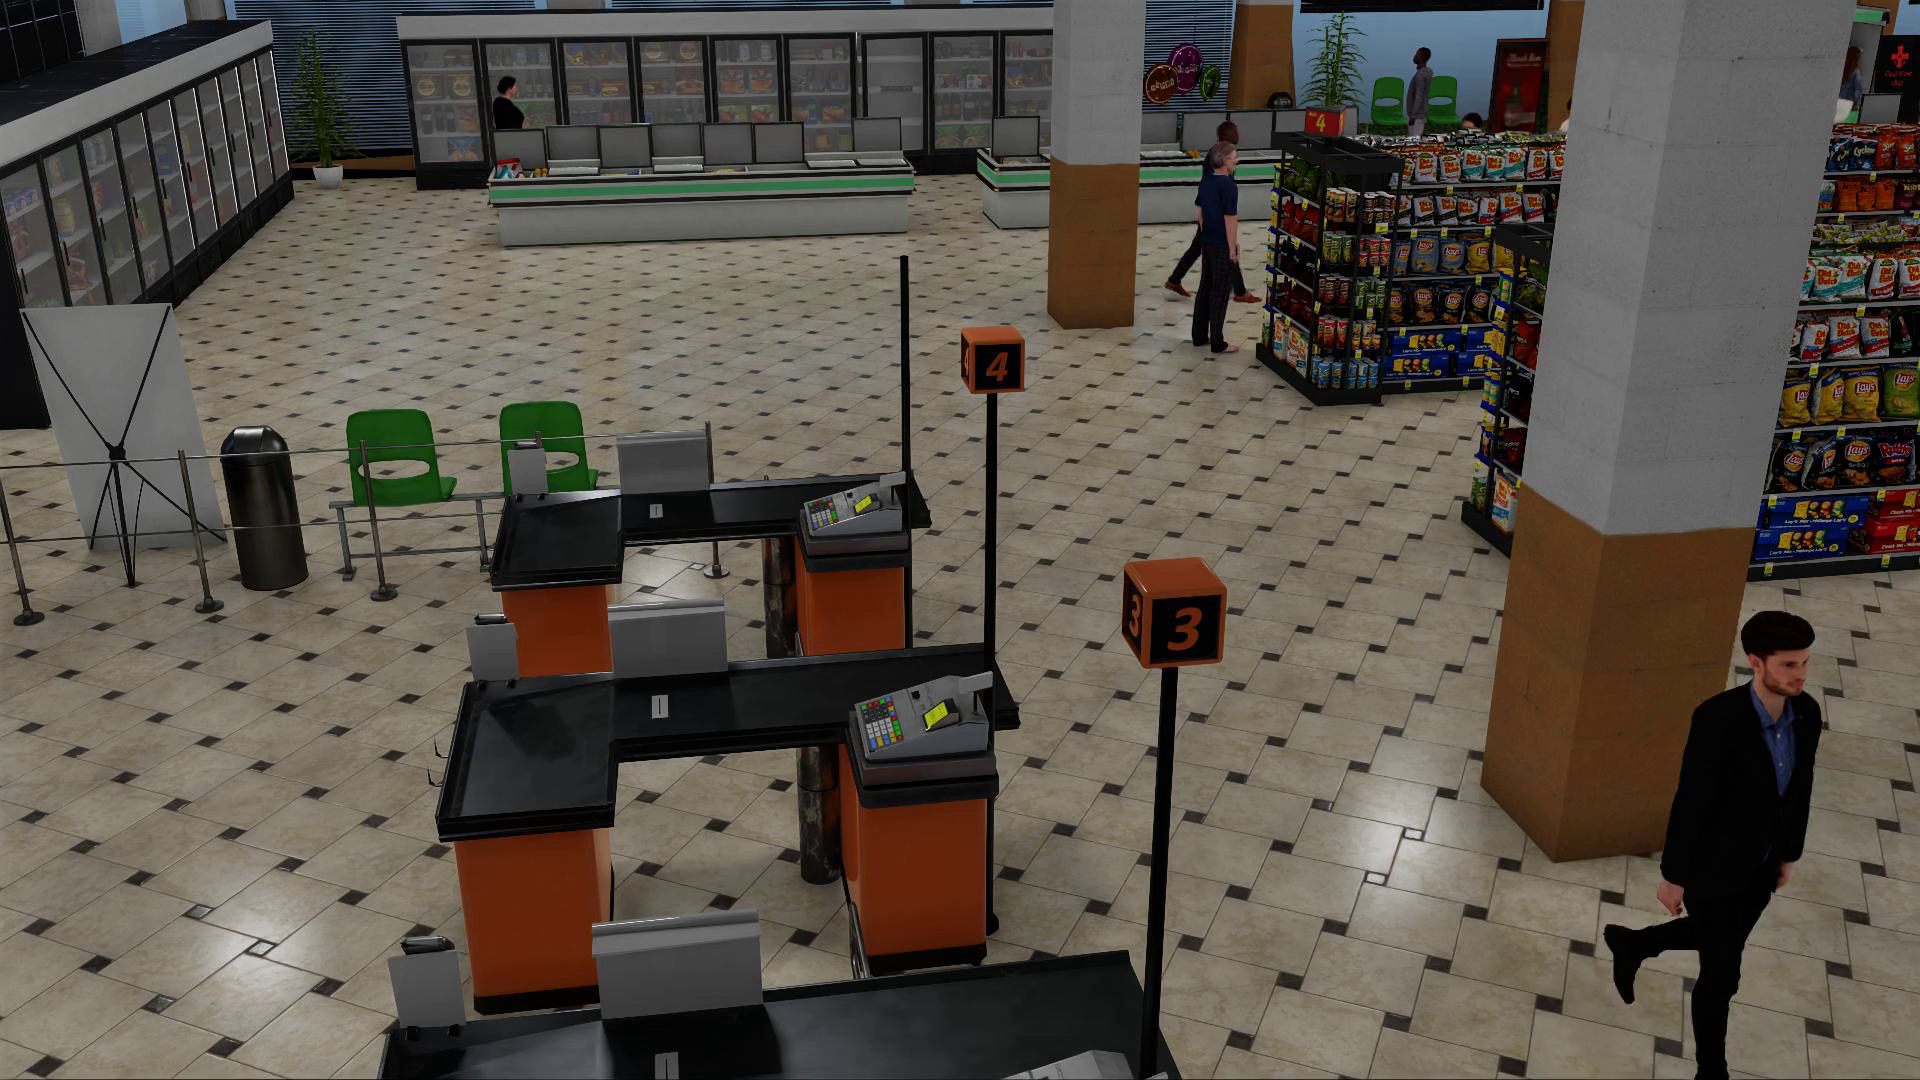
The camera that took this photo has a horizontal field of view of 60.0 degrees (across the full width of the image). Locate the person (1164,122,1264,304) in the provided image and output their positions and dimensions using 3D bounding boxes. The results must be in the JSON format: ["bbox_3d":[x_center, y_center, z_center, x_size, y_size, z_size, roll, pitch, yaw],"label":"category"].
[{"bbox_3d":[2.460,-3.245,16.615,1.325,1.786,0.996,4,22,10],"label":"person"}]

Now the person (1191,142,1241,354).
[{"bbox_3d":[2.324,-2.641,15.000,0.643,1.869,0.714,-10,24,-24],"label":"person"}]

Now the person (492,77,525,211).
[{"bbox_3d":[-5.726,-4.860,20.710,0.787,1.730,0.789,-14,26,-31],"label":"person"}]

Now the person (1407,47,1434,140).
[{"bbox_3d":[6.418,-5.947,23.268,0.764,1.838,0.760,10,24,23],"label":"person"}]

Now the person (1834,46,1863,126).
[{"bbox_3d":[13.020,-6.423,24.695,1.180,1.659,0.733,-7,23,-17],"label":"person"}]

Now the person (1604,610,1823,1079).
[{"bbox_3d":[2.607,1.072,5.766,1.133,1.864,0.899,-8,23,-19],"label":"person"}]
